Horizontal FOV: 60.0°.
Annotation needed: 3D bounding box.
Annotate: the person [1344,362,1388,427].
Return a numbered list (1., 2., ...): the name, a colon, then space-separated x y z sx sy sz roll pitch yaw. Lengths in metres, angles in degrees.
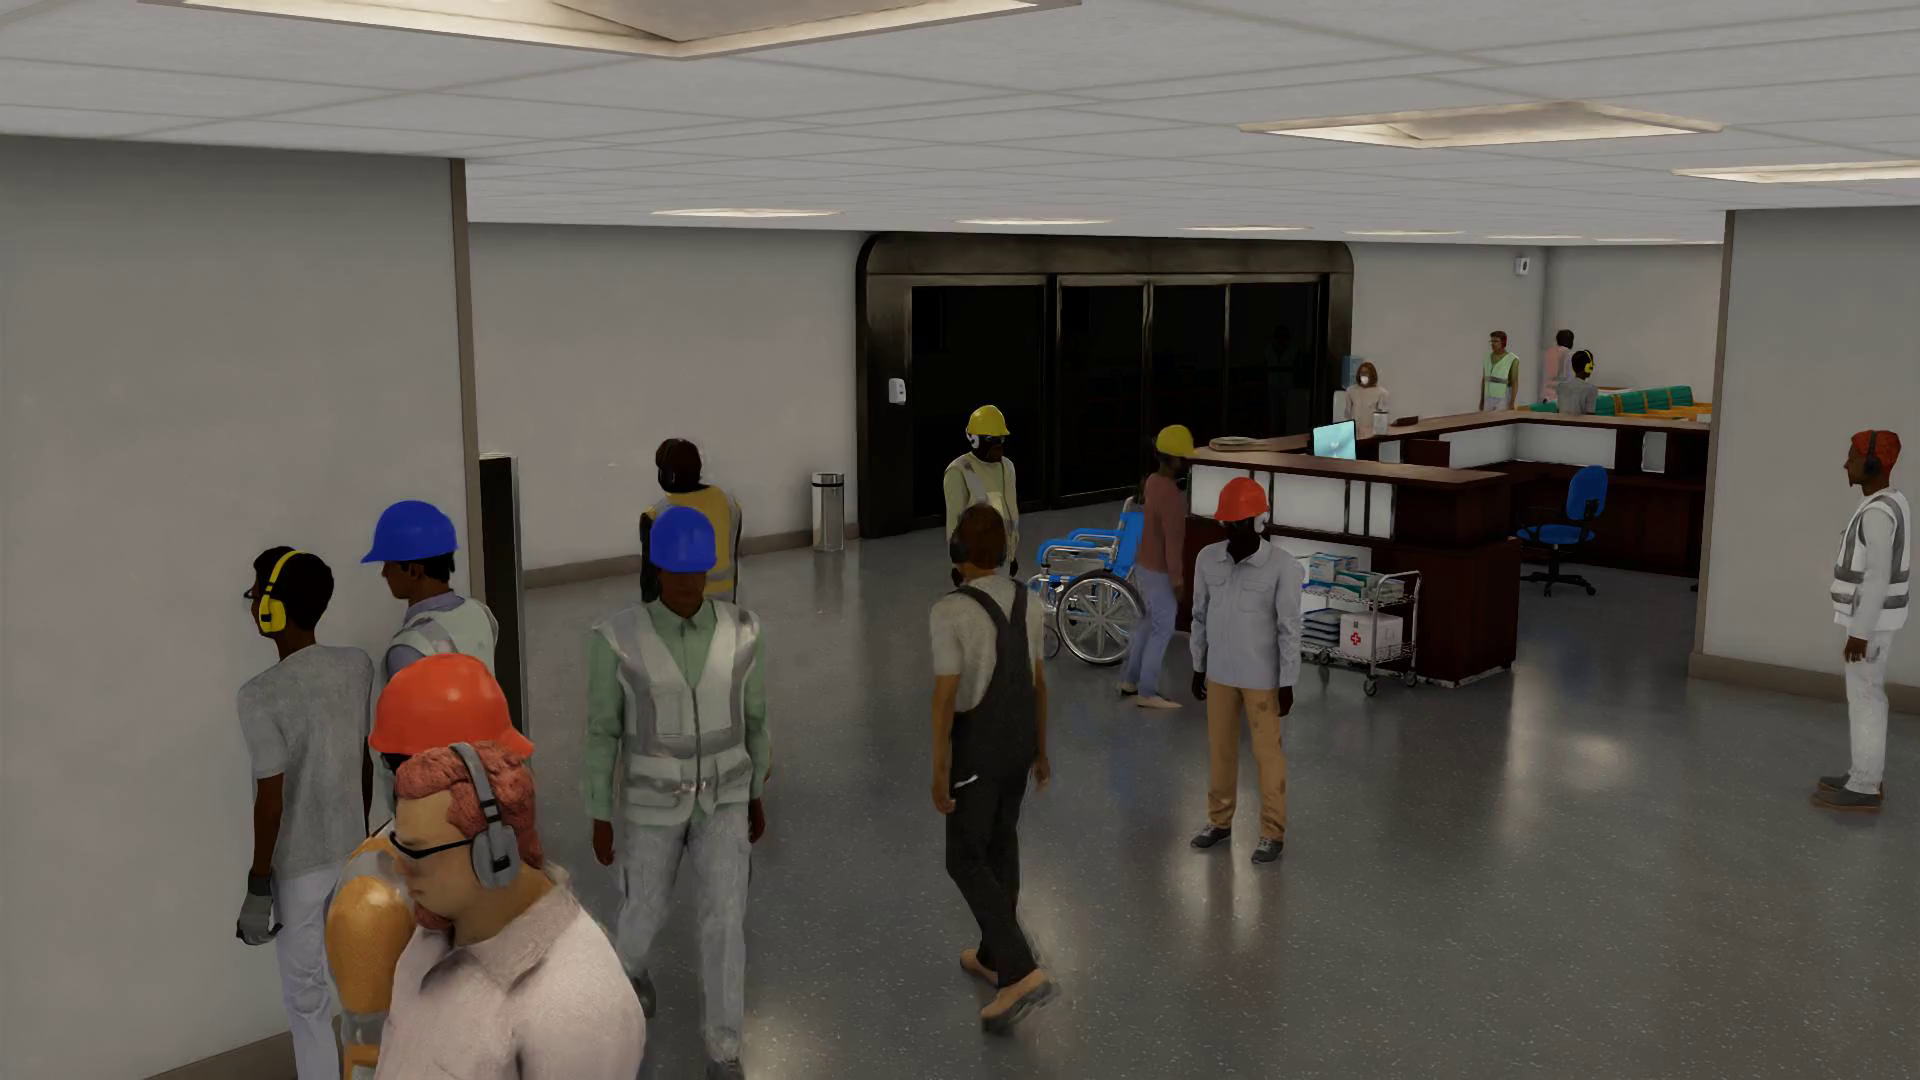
1. person: 4.497 -1.176 18.592 0.531 1.610 0.586 6 11 31

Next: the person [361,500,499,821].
1. person: -1.648 0.836 5.270 0.391 1.947 0.602 0 9 3

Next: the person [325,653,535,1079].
1. person: -1.005 1.167 3.307 0.388 1.928 0.546 1 9 4

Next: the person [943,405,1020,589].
1. person: 0.159 0.084 10.227 0.404 1.830 0.601 8 12 39

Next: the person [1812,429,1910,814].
1. person: 4.449 0.396 8.157 0.337 1.882 0.584 6 11 32

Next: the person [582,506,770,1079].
1. person: -0.941 0.819 5.480 0.623 1.922 0.867 -4 10 -24

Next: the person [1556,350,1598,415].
1. person: 6.124 -0.960 16.568 0.330 1.861 0.505 -5 11 -29

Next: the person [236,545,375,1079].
1. person: -1.903 0.947 4.854 0.328 1.862 0.513 3 10 18

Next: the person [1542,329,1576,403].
1. person: 8.301 -2.007 23.061 0.492 1.827 0.649 -3 10 -18

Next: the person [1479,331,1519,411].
1. person: 7.162 -1.858 22.107 0.373 1.840 0.571 -5 11 -30

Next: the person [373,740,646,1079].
1. person: -0.790 1.261 2.823 0.411 1.901 0.653 -7 12 -38

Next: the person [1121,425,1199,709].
1. person: 1.209 0.162 10.086 0.398 1.727 0.671 -1 9 -7

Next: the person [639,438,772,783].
1. person: -1.317 0.396 8.351 0.737 1.823 0.631 9 13 43

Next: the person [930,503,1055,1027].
1. person: 0.175 0.791 5.965 0.540 1.818 0.675 -8 12 -40

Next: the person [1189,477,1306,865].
1. person: 1.263 0.579 7.475 0.563 1.742 0.360 8 12 41
